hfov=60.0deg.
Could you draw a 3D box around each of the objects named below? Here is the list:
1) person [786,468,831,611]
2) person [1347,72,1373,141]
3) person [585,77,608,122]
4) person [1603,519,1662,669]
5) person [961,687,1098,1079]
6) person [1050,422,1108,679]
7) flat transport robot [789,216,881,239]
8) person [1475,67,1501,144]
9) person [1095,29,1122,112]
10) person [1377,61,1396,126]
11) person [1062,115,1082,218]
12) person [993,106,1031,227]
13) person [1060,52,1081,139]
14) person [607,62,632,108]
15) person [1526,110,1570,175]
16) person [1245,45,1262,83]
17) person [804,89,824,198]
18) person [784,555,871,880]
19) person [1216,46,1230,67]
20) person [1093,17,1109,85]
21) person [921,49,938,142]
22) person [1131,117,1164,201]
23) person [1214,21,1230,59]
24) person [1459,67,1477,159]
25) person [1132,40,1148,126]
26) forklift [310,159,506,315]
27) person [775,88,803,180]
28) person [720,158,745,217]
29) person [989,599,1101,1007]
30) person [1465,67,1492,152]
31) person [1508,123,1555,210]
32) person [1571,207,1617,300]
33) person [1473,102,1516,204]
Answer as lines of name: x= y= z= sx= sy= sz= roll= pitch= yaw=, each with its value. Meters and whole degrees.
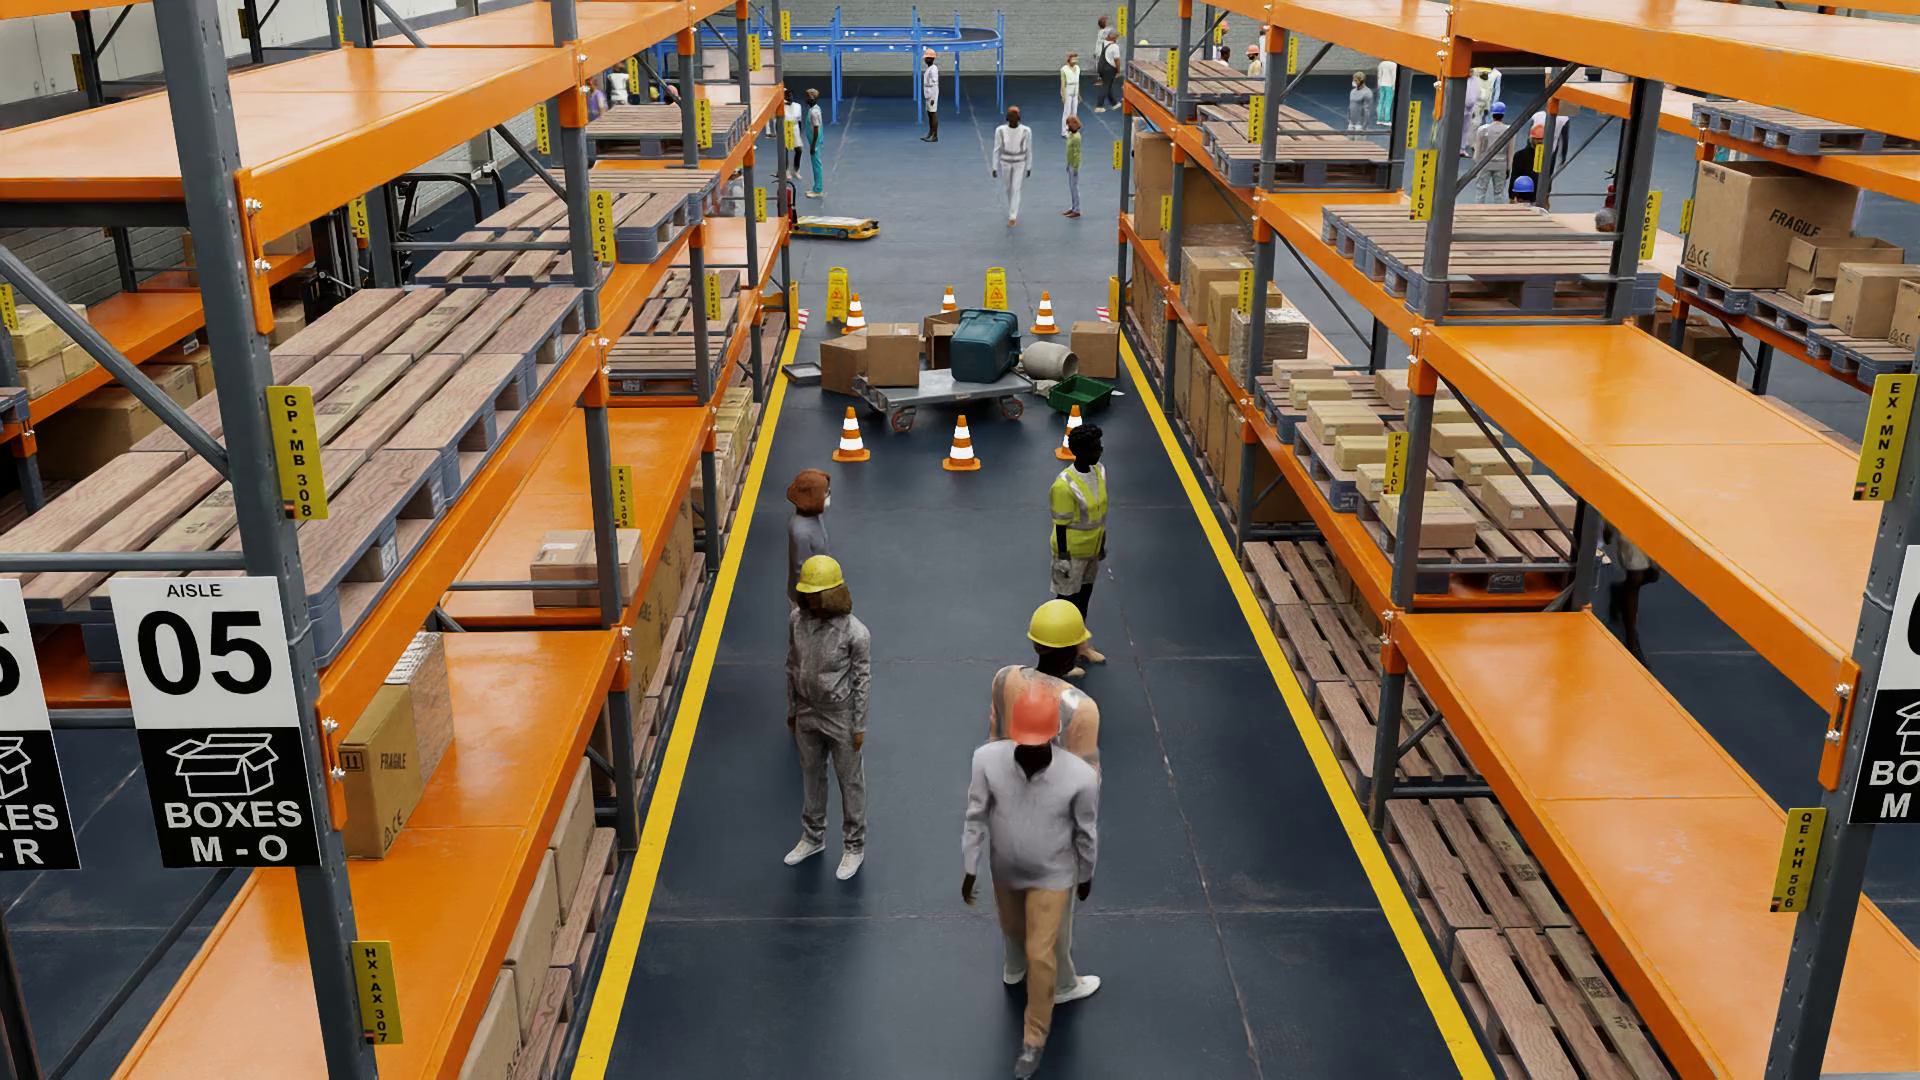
person: x=-0.896 y=0.341 z=10.034 sx=0.291 sy=1.625 sz=0.506 roll=2 pitch=21 yaw=5
person: x=7.373 y=-7.687 z=30.833 sx=0.374 sy=1.930 sz=0.635 roll=-8 pitch=22 yaw=-19
person: x=-6.737 y=-7.730 z=31.124 sx=0.384 sy=1.816 sz=0.603 roll=-13 pitch=24 yaw=-30
person: x=4.511 y=-0.173 z=11.000 sx=0.556 sy=1.911 sz=0.838 roll=0 pitch=21 yaw=0
person: x=0.328 y=1.359 z=7.212 sx=0.555 sy=1.721 sz=0.809 roll=8 pitch=22 yaw=20
person: x=0.765 y=0.054 z=10.694 sx=0.320 sy=1.693 sz=0.534 roll=15 pitch=25 yaw=34
flat transport robot: x=-1.996 y=-4.811 z=25.531 sx=1.431 sy=0.197 sz=0.652 roll=6 pitch=21 yaw=15
person: x=10.981 y=-9.113 z=34.613 sx=0.371 sy=1.916 sz=0.597 roll=-8 pitch=22 yaw=-21
person: x=3.696 y=-11.655 z=41.160 sx=1.003 sy=2.000 sz=0.693 roll=-14 pitch=25 yaw=-32
person: x=9.879 y=-10.460 z=38.380 sx=0.303 sy=1.772 sz=0.523 roll=-11 pitch=23 yaw=-26
person: x=1.832 y=-6.041 z=26.905 sx=0.277 sy=1.628 sz=0.504 roll=-3 pitch=21 yaw=-7
person: x=0.833 y=-5.946 z=26.353 sx=0.587 sy=1.850 sz=0.941 roll=3 pitch=21 yaw=9
person: x=2.392 y=-9.683 z=36.244 sx=0.403 sy=1.831 sz=0.572 roll=18 pitch=27 yaw=39
person: x=-7.486 y=-9.668 z=36.495 sx=0.544 sy=1.621 sz=0.536 roll=-1 pitch=21 yaw=-2
person: x=9.713 y=-6.430 z=27.558 sx=0.671 sy=1.890 sz=0.549 roll=10 pitch=23 yaw=25
person: x=6.491 y=-10.002 z=36.958 sx=0.391 sy=1.929 sz=0.539 roll=-1 pitch=21 yaw=-3
person: x=-2.530 y=-6.850 z=28.731 sx=0.345 sy=1.847 sz=0.506 roll=-2 pitch=21 yaw=-5
person: x=-0.680 y=0.890 z=8.413 sx=0.483 sy=1.745 sz=0.300 roll=11 pitch=24 yaw=28
person: x=5.760 y=-9.933 z=36.800 sx=0.408 sy=1.907 sz=0.597 roll=-6 pitch=22 yaw=-17
person: x=3.989 y=-13.935 z=47.429 sx=0.652 sy=1.858 sz=0.595 roll=-6 pitch=21 yaw=-15
person: x=-0.644 y=-9.551 z=35.736 sx=0.347 sy=1.941 sz=0.550 roll=-6 pitch=21 yaw=-15
person: x=3.188 y=-6.681 z=28.312 sx=0.619 sy=1.836 sz=0.431 roll=-9 pitch=23 yaw=-23
person: x=6.760 y=-12.408 z=43.148 sx=0.391 sy=2.040 sz=0.615 roll=1 pitch=21 yaw=4
person: x=10.089 y=-8.599 z=33.269 sx=0.643 sy=1.908 sz=0.410 roll=-14 pitch=25 yaw=-33
person: x=4.190 y=-10.492 z=38.244 sx=0.594 sy=1.926 sz=0.366 roll=-8 pitch=22 yaw=-19
forklift: x=-5.622 y=-2.910 z=17.832 sx=2.313 sy=2.155 sz=1.214 roll=-1 pitch=21 yaw=-1
person: x=-3.120 y=-7.436 z=30.503 sx=0.547 sy=1.671 sz=0.557 roll=-10 pitch=23 yaw=-24
person: x=-2.861 y=-4.026 z=21.280 sx=0.404 sy=1.837 sz=0.589 roll=-2 pitch=21 yaw=-6
person: x=0.394 y=1.167 z=7.427 sx=0.590 sy=1.926 sz=0.388 roll=19 pitch=28 yaw=40
person: x=10.645 y=-8.885 z=34.159 sx=0.598 sy=1.813 sz=0.442 roll=-16 pitch=26 yaw=-36
person: x=7.853 y=-4.722 z=22.899 sx=0.622 sy=1.992 sz=0.394 roll=-3 pitch=21 yaw=-9
person: x=6.346 y=-2.306 z=16.448 sx=0.555 sy=2.000 sz=0.708 roll=-19 pitch=28 yaw=-41
person: x=8.282 y=-5.810 z=25.863 sx=0.601 sy=1.938 sz=0.418 roll=4 pitch=21 yaw=9
